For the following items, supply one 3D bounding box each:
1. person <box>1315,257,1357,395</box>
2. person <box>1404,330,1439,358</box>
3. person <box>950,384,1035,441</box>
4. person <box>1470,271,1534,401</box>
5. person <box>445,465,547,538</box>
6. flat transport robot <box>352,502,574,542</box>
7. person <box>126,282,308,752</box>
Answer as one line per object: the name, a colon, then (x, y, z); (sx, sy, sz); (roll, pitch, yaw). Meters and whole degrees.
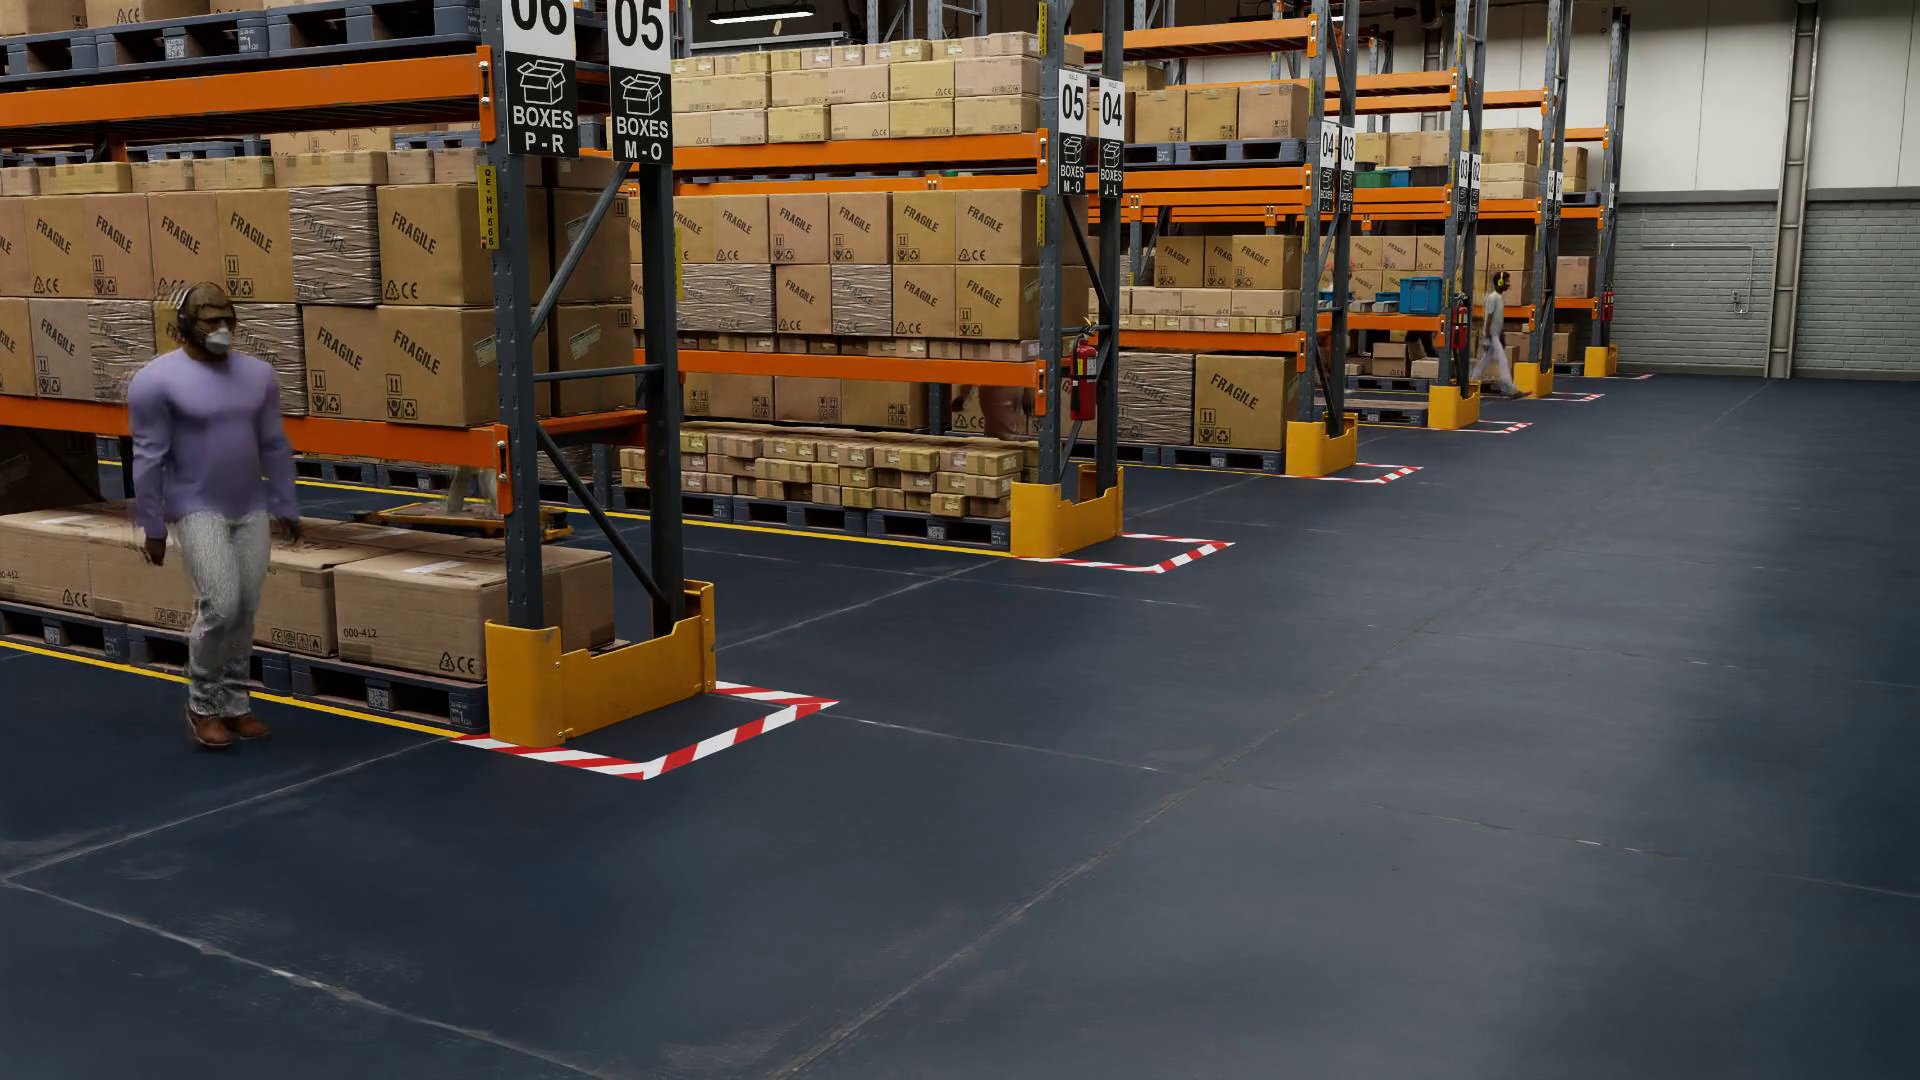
person: (5.499, -3.144, 24.444); (0.645, 2.022, 0.619); (6, 11, 30)
person: (7.343, -3.460, 26.767); (1.050, 1.857, 0.599); (8, 13, 40)
person: (0.329, -1.179, 13.448); (1.013, 1.861, 0.656); (8, 12, 38)
person: (7.567, -2.849, 23.348); (0.987, 1.810, 0.537); (4, 11, 24)
person: (-3.274, -0.843, 11.550); (0.949, 1.818, 0.542); (3, 10, 15)
flat transport robot: (-3.553, -0.117, 11.845); (1.431, 0.197, 0.652); (3, 10, 17)
person: (-3.008, -0.086, 6.841); (0.484, 1.925, 0.637); (5, 11, 28)
